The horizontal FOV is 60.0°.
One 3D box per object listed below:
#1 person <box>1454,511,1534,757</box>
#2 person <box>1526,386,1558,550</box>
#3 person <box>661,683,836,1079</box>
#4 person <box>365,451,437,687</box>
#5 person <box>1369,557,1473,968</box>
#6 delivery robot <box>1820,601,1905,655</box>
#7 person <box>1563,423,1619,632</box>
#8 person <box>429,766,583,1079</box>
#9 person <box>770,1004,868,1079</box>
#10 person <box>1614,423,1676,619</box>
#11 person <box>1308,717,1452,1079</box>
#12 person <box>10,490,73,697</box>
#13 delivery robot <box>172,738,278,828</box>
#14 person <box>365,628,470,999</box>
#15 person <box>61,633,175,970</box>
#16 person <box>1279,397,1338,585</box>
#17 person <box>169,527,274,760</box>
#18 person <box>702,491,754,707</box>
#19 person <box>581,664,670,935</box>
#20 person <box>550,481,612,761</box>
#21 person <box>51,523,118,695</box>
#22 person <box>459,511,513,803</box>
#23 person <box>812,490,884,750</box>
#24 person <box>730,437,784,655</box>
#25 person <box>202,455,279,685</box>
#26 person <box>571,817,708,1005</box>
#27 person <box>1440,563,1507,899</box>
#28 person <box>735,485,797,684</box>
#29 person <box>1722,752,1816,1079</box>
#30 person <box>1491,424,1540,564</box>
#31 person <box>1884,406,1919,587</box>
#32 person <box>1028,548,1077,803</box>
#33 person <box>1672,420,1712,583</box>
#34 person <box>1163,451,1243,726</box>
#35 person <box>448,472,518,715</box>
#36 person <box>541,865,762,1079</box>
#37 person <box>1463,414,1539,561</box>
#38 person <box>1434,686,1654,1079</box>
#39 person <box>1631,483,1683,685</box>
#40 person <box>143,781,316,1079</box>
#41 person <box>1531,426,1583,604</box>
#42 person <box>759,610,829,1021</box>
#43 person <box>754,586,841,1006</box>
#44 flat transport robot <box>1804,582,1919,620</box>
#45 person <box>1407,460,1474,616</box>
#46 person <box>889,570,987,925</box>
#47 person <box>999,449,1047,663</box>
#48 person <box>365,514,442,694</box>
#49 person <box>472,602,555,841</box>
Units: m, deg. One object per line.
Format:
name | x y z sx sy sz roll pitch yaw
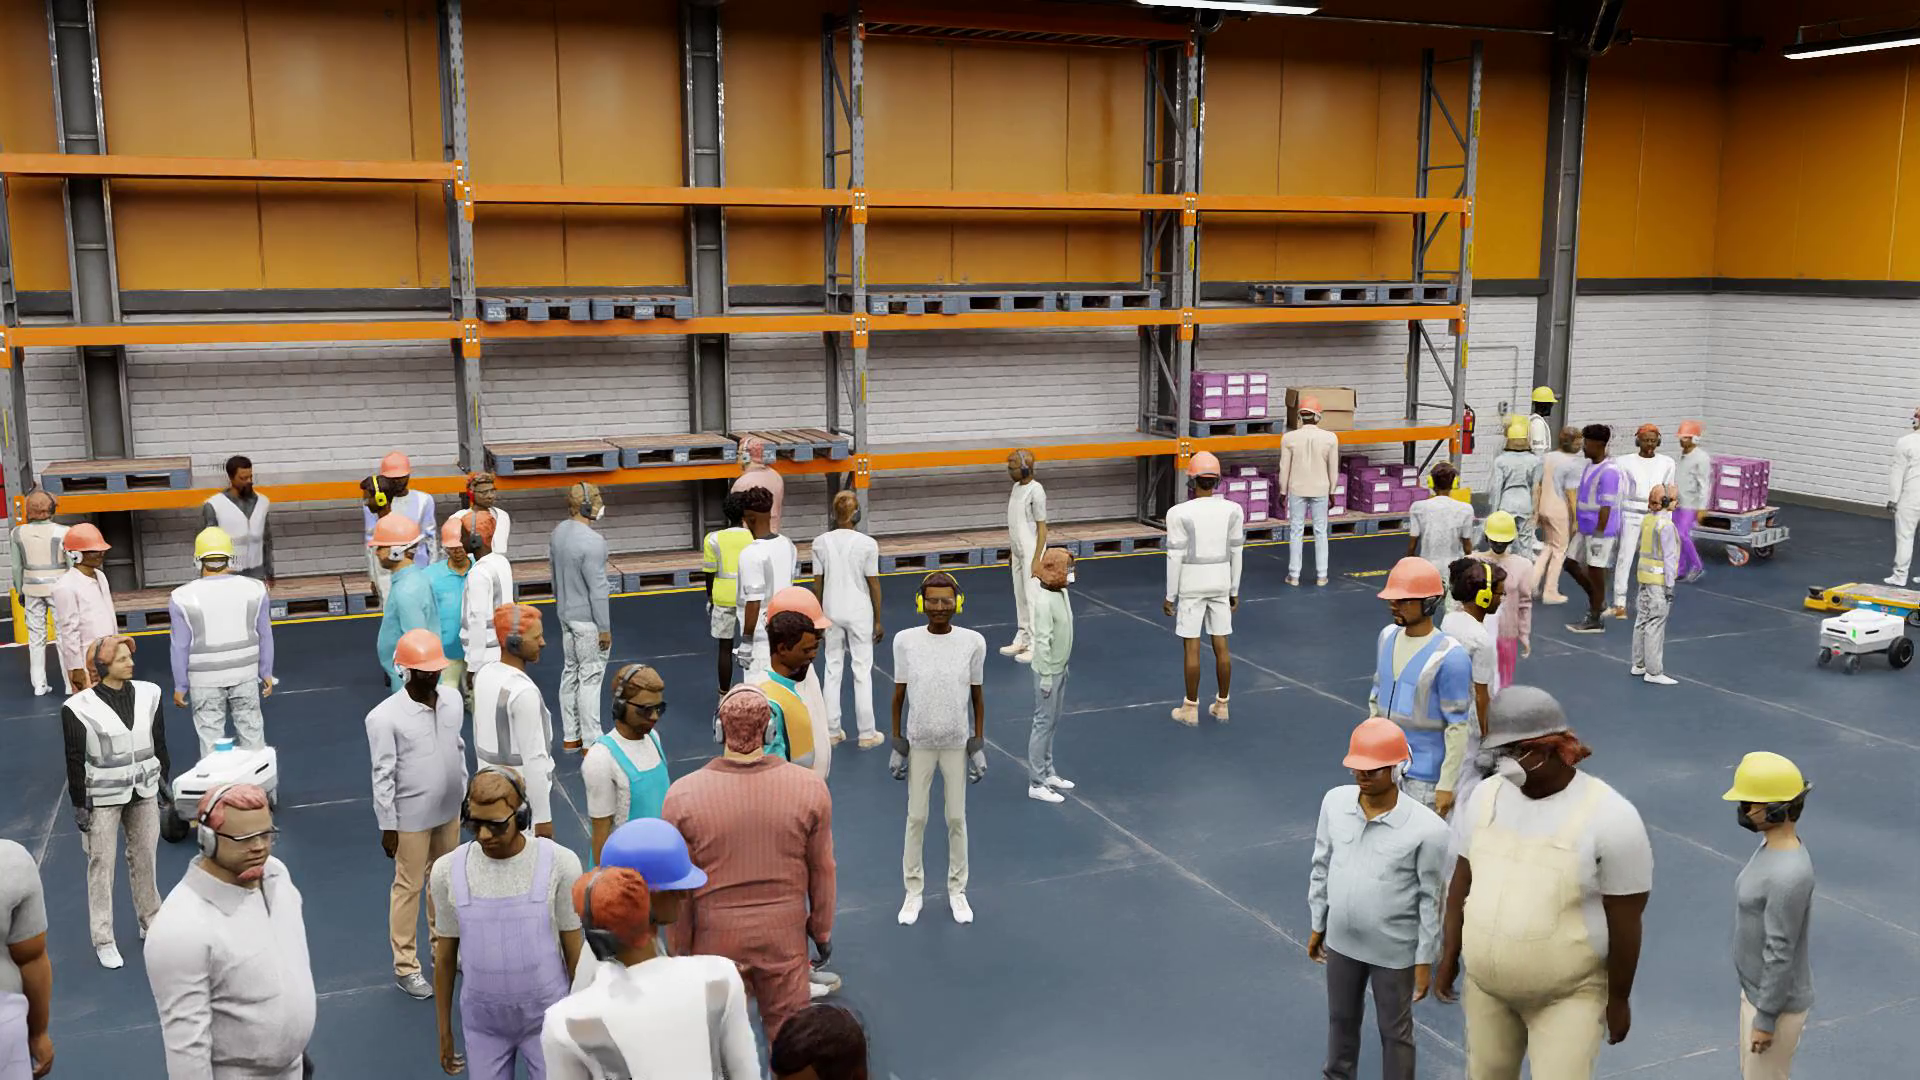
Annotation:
person | 3.650 0.665 11.398 0.524 1.760 0.327 1 10 5
person | 6.814 -0.850 19.639 0.368 1.927 0.589 2 10 9
person | -0.796 1.477 6.289 0.655 1.906 0.407 -2 10 -14
person | -4.480 0.233 13.413 0.546 1.925 0.413 -4 11 -23
person | 2.188 1.089 8.130 0.373 2.043 0.615 -5 11 -26
delivery robot | 7.619 0.760 14.041 0.707 0.478 0.477 -5 11 -27
person | 5.796 -0.105 15.257 0.421 1.951 0.637 0 10 1
person | -1.507 1.635 5.605 0.518 1.835 0.357 -1 10 -3
person | -0.221 1.938 3.818 0.627 1.839 1.015 0 10 1
person | 6.500 -0.172 15.855 0.584 1.882 0.345 1 10 3
person | 1.579 1.532 6.411 0.560 1.753 0.328 9 13 43
person | -7.177 0.429 13.104 0.518 1.636 0.312 0 10 -1
delivery robot | -4.448 1.447 10.081 0.477 0.478 0.707 1 10 4
person | -2.525 1.273 7.905 0.334 1.749 0.575 5 11 27
person | -4.153 1.270 8.236 0.309 1.645 0.514 6 12 32
person | 3.659 -0.510 17.497 0.612 1.990 0.392 1 10 7
person | -4.544 0.826 10.251 0.602 1.830 0.404 -8 13 -38
person | -1.686 0.469 12.698 0.541 1.695 0.315 0 10 -2
person | -1.346 1.409 6.878 0.343 1.839 0.507 3 10 17
person | -2.593 0.556 11.500 0.355 1.938 0.636 -8 13 -39
person | -5.664 0.757 10.876 0.327 1.752 0.561 -1 10 -4
person | -3.016 0.742 10.621 0.358 1.880 0.566 0 10 0
person | -0.786 0.567 11.720 0.507 1.842 0.343 3 10 17
person | -1.800 0.054 14.493 0.405 1.904 0.653 5 11 25
person | -5.875 0.240 13.463 0.607 1.895 0.632 5 11 28
person | -0.912 1.726 4.762 0.412 1.943 0.604 -2 10 -13
person | 2.752 1.033 9.009 0.334 1.857 0.528 -2 10 -9
person | -1.314 0.610 11.128 0.361 1.958 0.614 4 11 21
person | 2.856 1.615 5.939 0.342 1.756 0.532 4 11 20
person | 5.711 -0.327 17.159 0.488 1.741 0.316 0 10 0
person | 10.052 -0.452 17.456 0.637 1.898 0.400 -1 10 -5
person | 0.600 0.849 10.691 0.268 1.632 0.506 3 10 17
person | 7.657 -0.403 17.587 0.354 1.740 0.582 -1 10 -6
person | 1.787 0.360 12.330 0.609 2.044 0.395 -3 10 -16
person | -3.646 0.396 12.686 0.388 1.847 0.564 6 12 31
person | -0.830 1.799 4.609 0.588 1.849 0.494 -7 12 -37
person | 6.171 -0.589 18.837 0.886 1.682 0.499 2 10 12
person | 2.049 1.493 5.811 0.543 2.000 0.831 -7 12 -37
person | 5.681 0.349 13.554 0.308 1.641 0.514 0 10 -1
person | -2.202 1.672 5.180 0.399 1.905 0.643 1 10 6
person | 5.906 -0.234 16.442 0.409 1.814 0.568 -3 10 -15
person | -0.806 1.250 7.582 0.392 1.914 0.591 0 10 -1
person | -0.762 1.193 7.669 0.379 1.996 0.609 2 10 10
flat transport robot | 8.987 0.615 15.964 0.652 0.197 1.431 -8 12 -37
person | 3.813 0.296 13.239 0.521 1.860 0.319 3 10 19
person | -0.116 1.079 8.678 0.512 1.877 0.328 0 10 -3
person | 0.554 0.130 14.252 0.341 1.836 0.516 -4 11 -24
person | -3.236 0.831 9.759 0.396 1.992 0.622 -3 10 -15
person | -2.078 1.221 7.822 0.338 1.884 0.583 -8 13 -38
